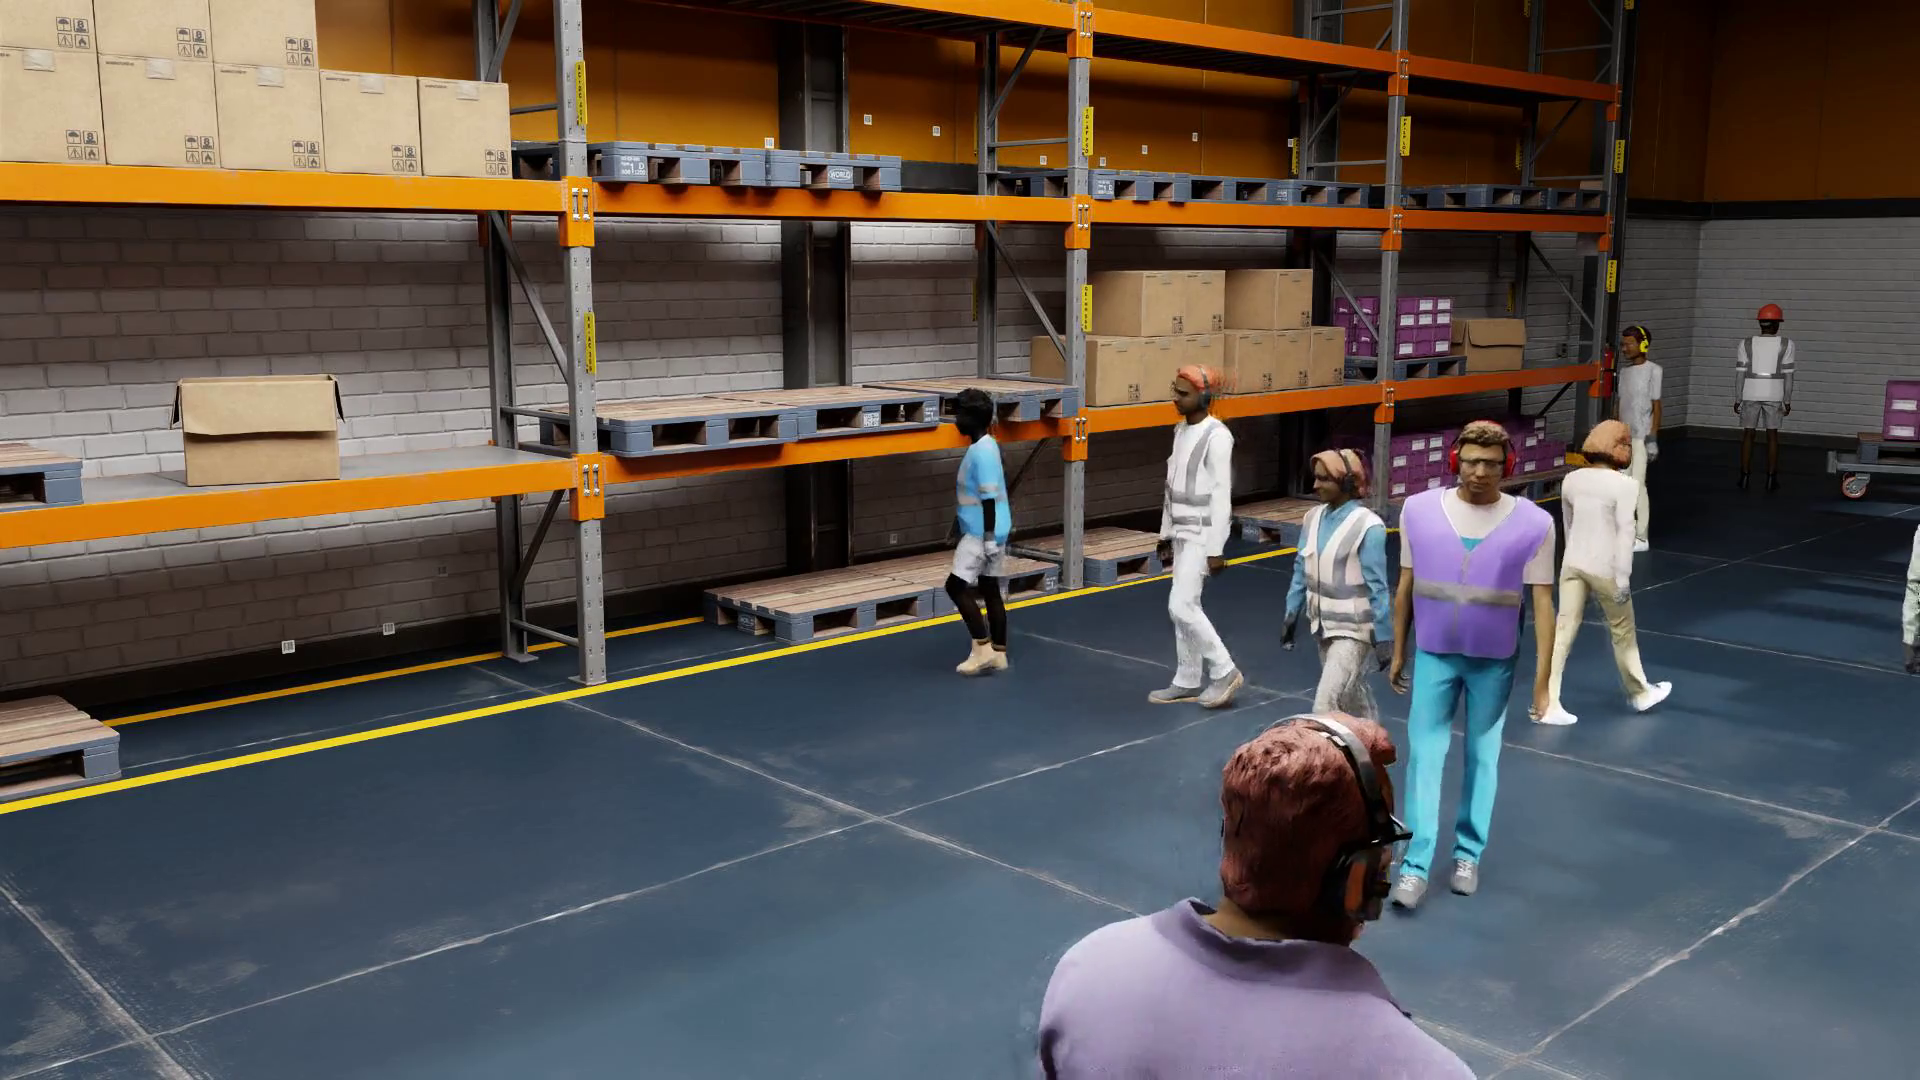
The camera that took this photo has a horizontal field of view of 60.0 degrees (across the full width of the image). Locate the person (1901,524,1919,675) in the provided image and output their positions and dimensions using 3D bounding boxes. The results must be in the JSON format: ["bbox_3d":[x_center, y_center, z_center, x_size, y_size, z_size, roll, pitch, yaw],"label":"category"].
[{"bbox_3d":[4.188,0.454,6.891,0.530,1.622,0.372,7,12,36],"label":"person"}]

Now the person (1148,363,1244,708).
[{"bbox_3d":[1.251,-0.013,8.929,0.388,1.872,0.613,-2,10,-10],"label":"person"}]

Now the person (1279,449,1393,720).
[{"bbox_3d":[1.558,0.411,7.205,0.812,1.599,0.552,-4,10,-21],"label":"person"}]

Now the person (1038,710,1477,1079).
[{"bbox_3d":[0.375,1.145,2.092,0.684,1.888,0.406,9,13,44],"label":"person"}]

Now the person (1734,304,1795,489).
[{"bbox_3d":[8.413,-1.499,17.422,0.550,1.933,0.370,5,11,27],"label":"person"}]

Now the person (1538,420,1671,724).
[{"bbox_3d":[3.364,0.164,8.691,0.881,1.577,0.513,-5,11,-28],"label":"person"}]

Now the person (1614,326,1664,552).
[{"bbox_3d":[5.569,-0.836,13.775,0.361,1.859,0.543,-3,10,-16],"label":"person"}]

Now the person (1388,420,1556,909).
[{"bbox_3d":[1.872,0.478,6.157,0.600,1.822,0.718,4,11,23],"label":"person"}]

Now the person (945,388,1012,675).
[{"bbox_3d":[0.091,-0.041,9.629,0.431,1.683,0.531,1,10,4],"label":"person"}]
